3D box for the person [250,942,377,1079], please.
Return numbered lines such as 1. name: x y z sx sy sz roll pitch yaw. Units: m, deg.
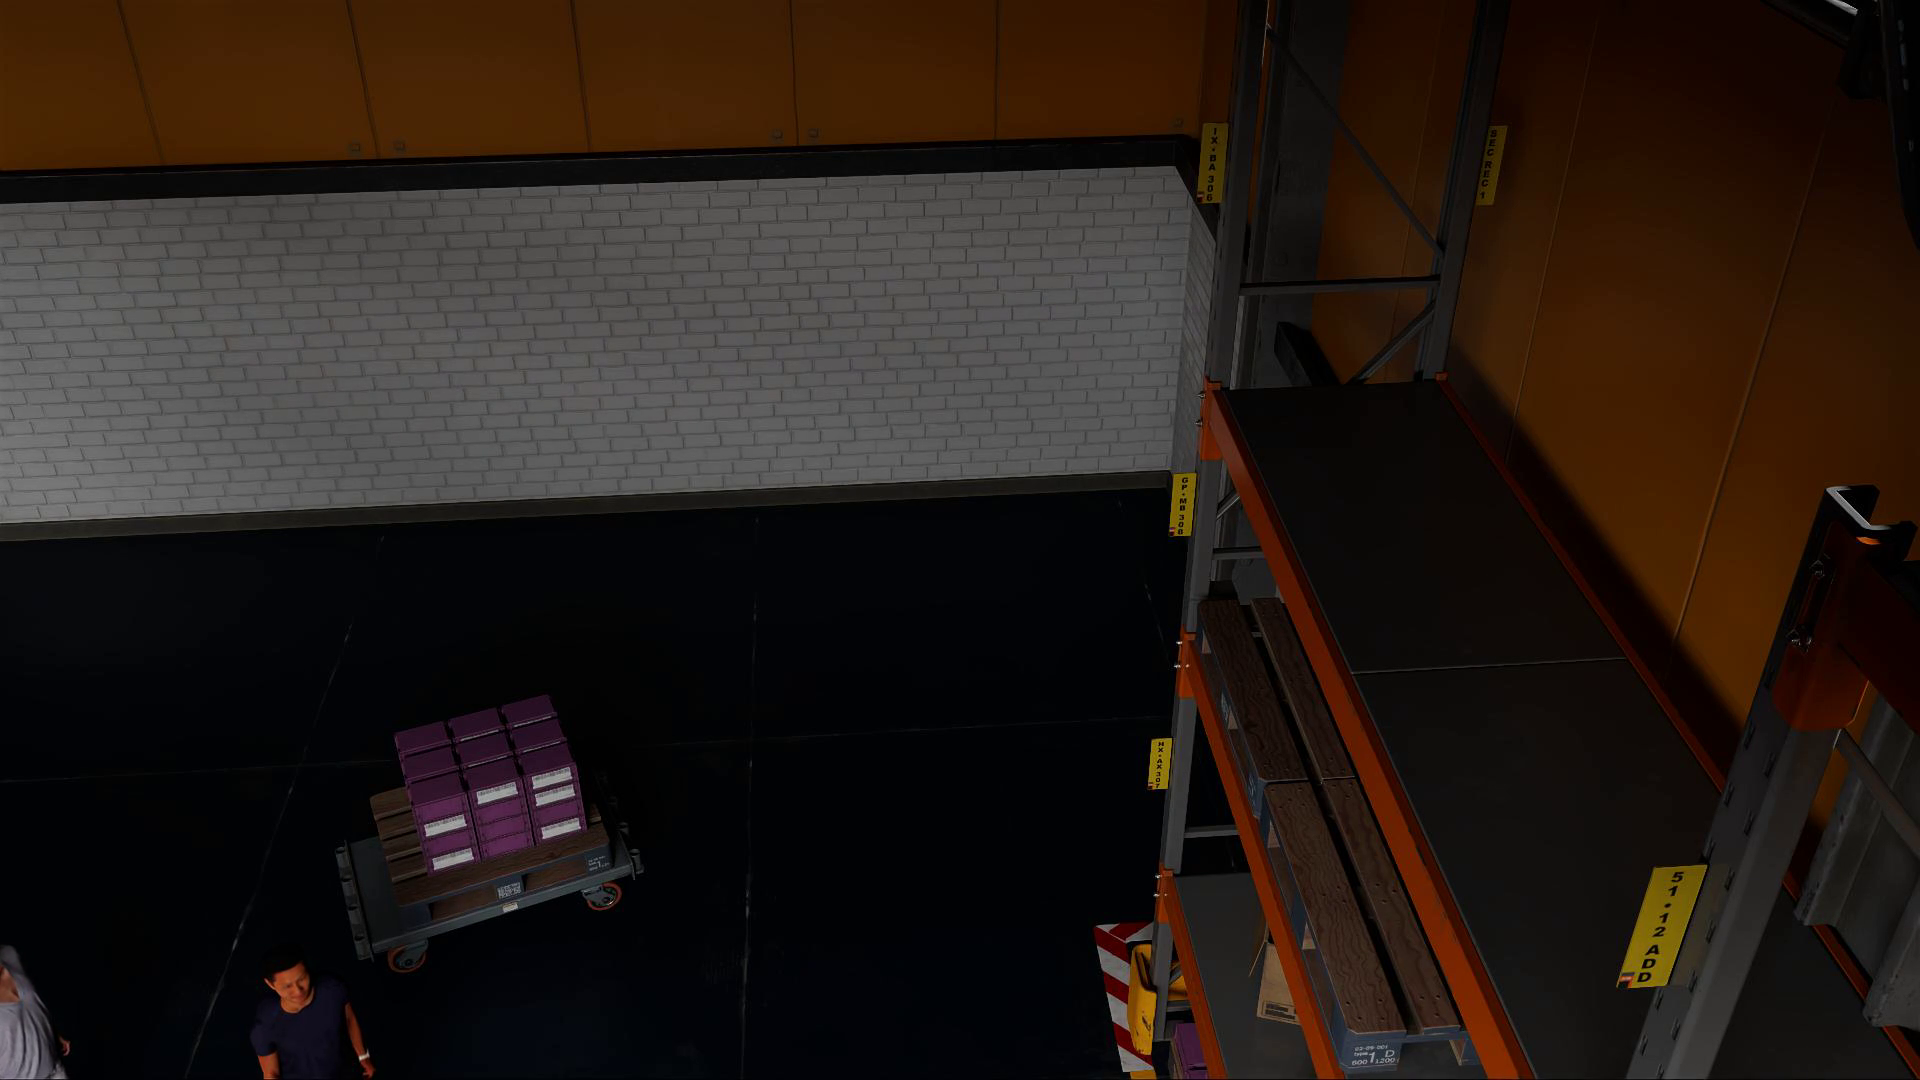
1. person: -3.033 2.550 7.899 0.753 1.793 0.712 28 43 35
